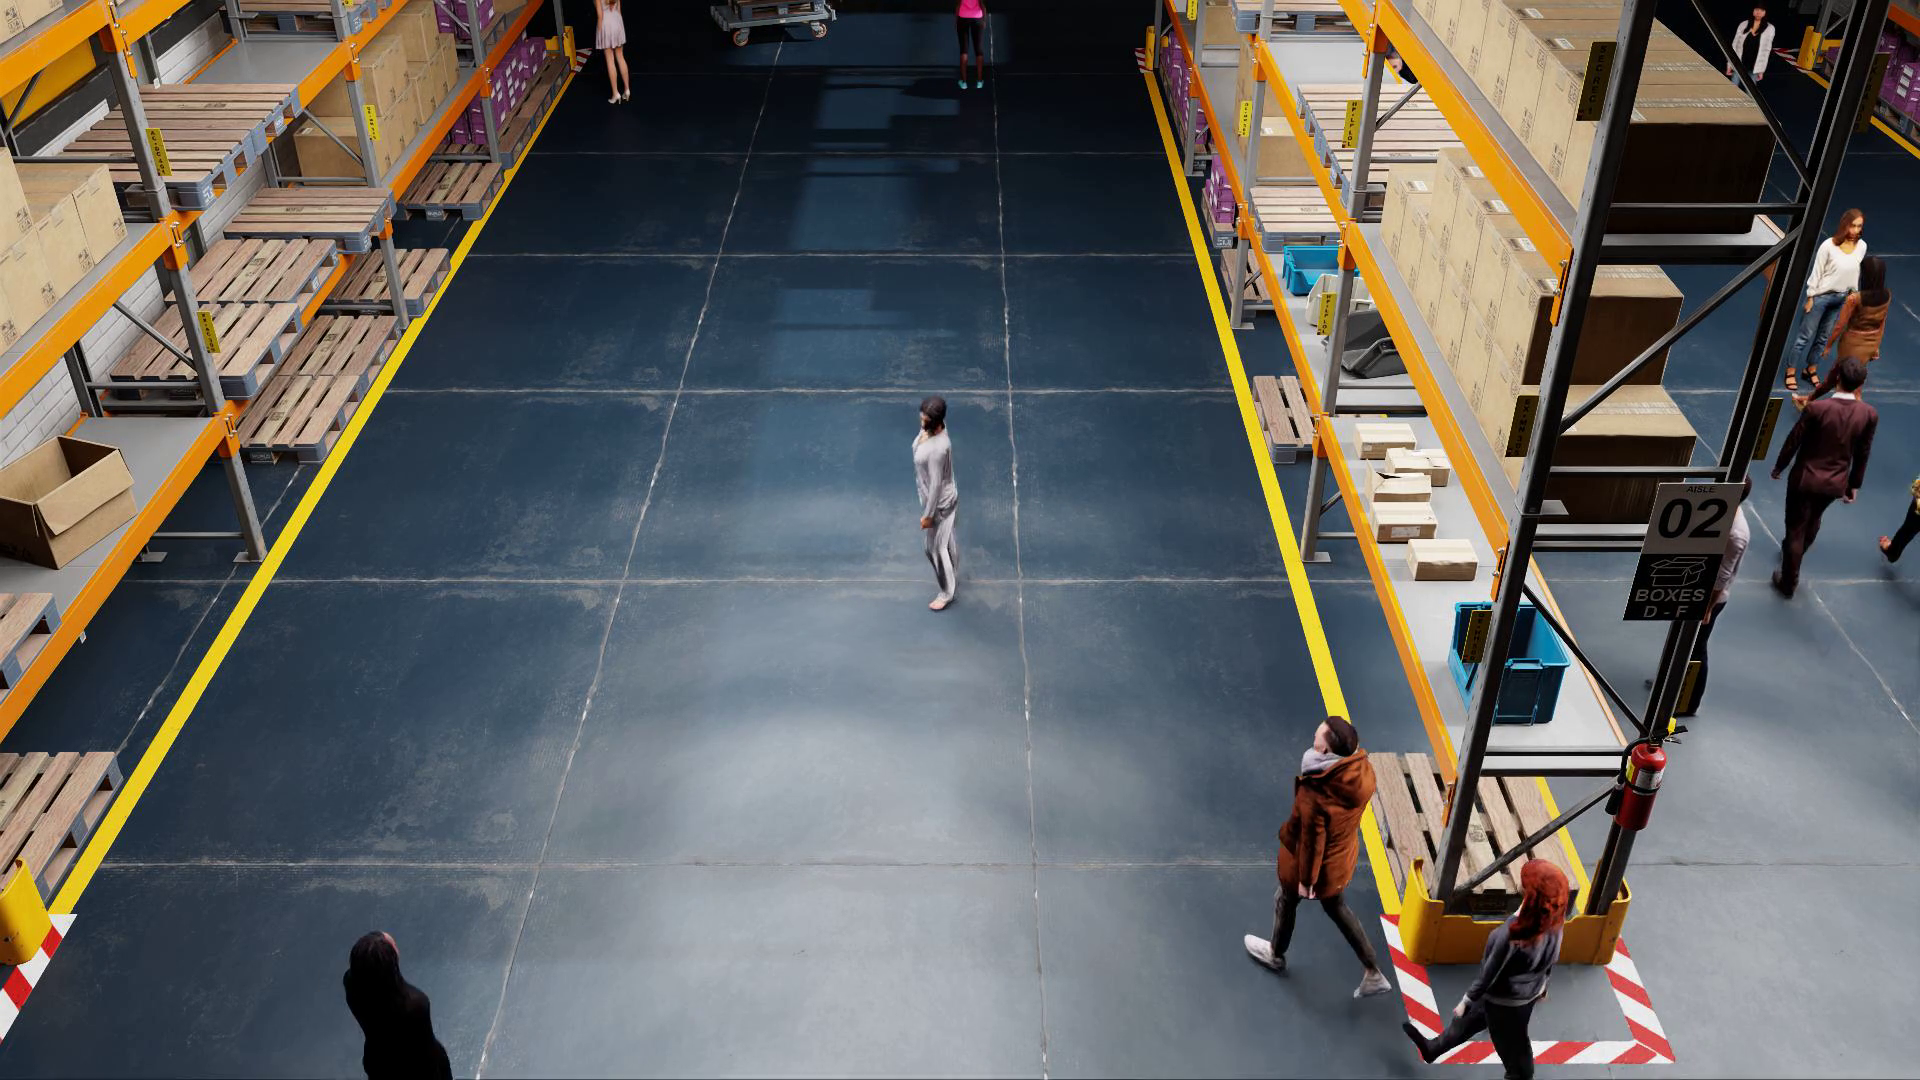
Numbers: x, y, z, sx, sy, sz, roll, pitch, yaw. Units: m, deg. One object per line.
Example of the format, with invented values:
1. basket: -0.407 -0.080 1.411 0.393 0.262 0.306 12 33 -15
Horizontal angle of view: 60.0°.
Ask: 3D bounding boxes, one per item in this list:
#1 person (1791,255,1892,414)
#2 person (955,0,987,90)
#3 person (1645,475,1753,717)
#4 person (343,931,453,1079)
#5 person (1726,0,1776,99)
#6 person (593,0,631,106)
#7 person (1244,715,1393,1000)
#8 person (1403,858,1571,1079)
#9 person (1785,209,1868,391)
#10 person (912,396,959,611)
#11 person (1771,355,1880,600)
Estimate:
1. person: 7.494 -1.499 13.831 0.852 1.629 1.177 -11 35 -15
2. person: 0.131 -6.763 21.666 0.580 1.722 0.563 -3 34 -5
3. person: 4.893 0.327 10.891 0.742 1.841 0.531 6 34 9
4. person: -2.646 2.504 7.745 0.842 1.698 1.168 10 35 15
5. person: 9.610 -5.788 20.275 0.697 1.636 0.715 18 38 25
6. person: -4.431 -6.436 21.131 0.741 1.768 0.680 29 43 36
7. person: 1.991 1.729 8.807 1.134 1.813 1.212 -27 42 -34
8. person: 2.720 2.293 8.044 1.063 1.718 1.200 -24 41 -32
9. person: 7.695 -2.146 14.753 0.630 1.684 0.560 -3 34 -5
10. person: -0.128 -0.332 11.968 0.845 1.746 0.530 3 34 4
11. person: 6.198 -0.392 11.973 0.741 1.841 0.962 2 34 4
